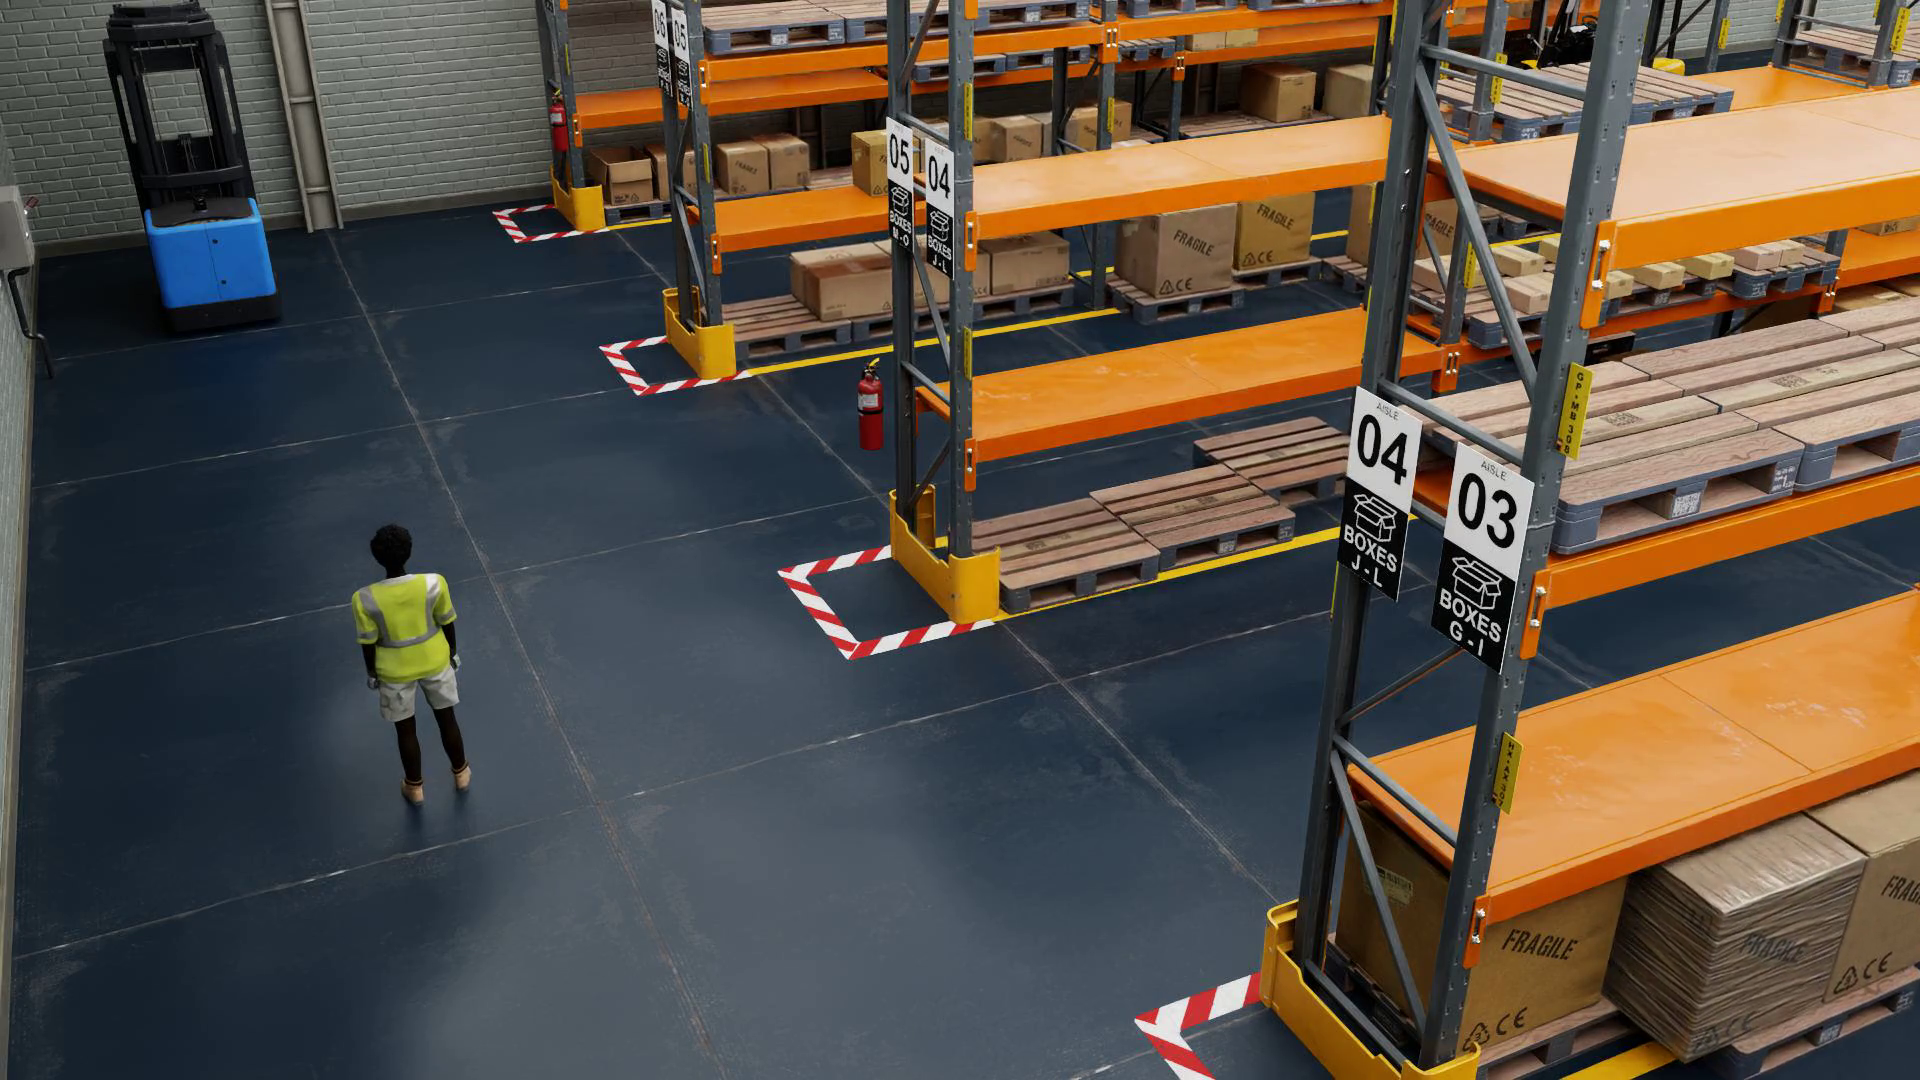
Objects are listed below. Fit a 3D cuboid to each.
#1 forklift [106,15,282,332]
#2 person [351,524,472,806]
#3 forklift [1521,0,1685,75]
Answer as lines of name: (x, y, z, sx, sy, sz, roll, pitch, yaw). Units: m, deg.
forklift: (-7.548, -3.672, 16.323, 1.129, 2.768, 1.873, -12, 30, -22)
person: (-3.032, 0.694, 9.220, 0.539, 1.695, 0.317, -14, 31, -25)
forklift: (8.950, -6.807, 23.056, 1.214, 2.155, 2.313, -12, 30, -22)
